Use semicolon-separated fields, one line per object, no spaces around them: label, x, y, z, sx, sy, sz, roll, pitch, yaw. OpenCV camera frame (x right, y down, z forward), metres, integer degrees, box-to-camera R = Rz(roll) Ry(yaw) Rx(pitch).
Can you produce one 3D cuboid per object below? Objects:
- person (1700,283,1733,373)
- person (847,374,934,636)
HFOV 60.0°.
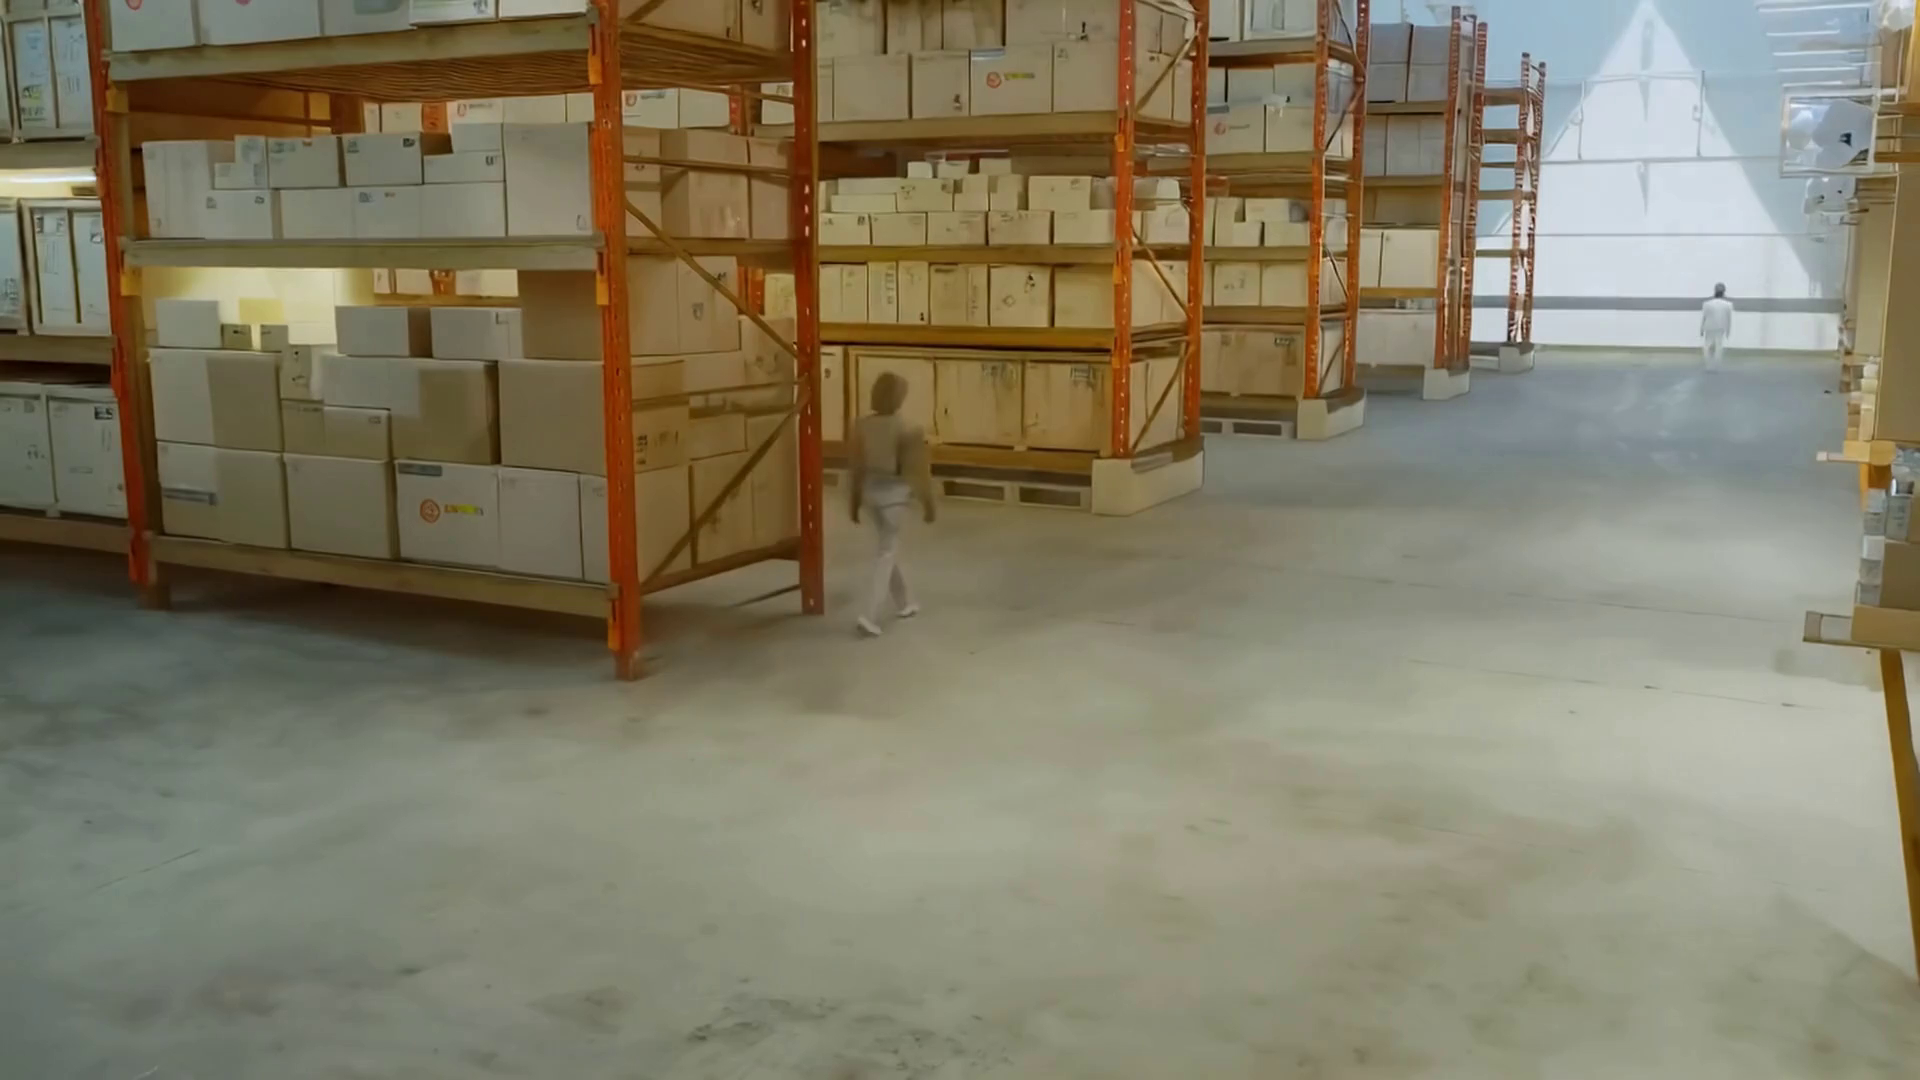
person;14.725;-4.125;32.426;0.598;1.730;0.630;2;10;14
person;-0.444;-0.227;10.287;0.534;1.594;0.870;5;11;27
